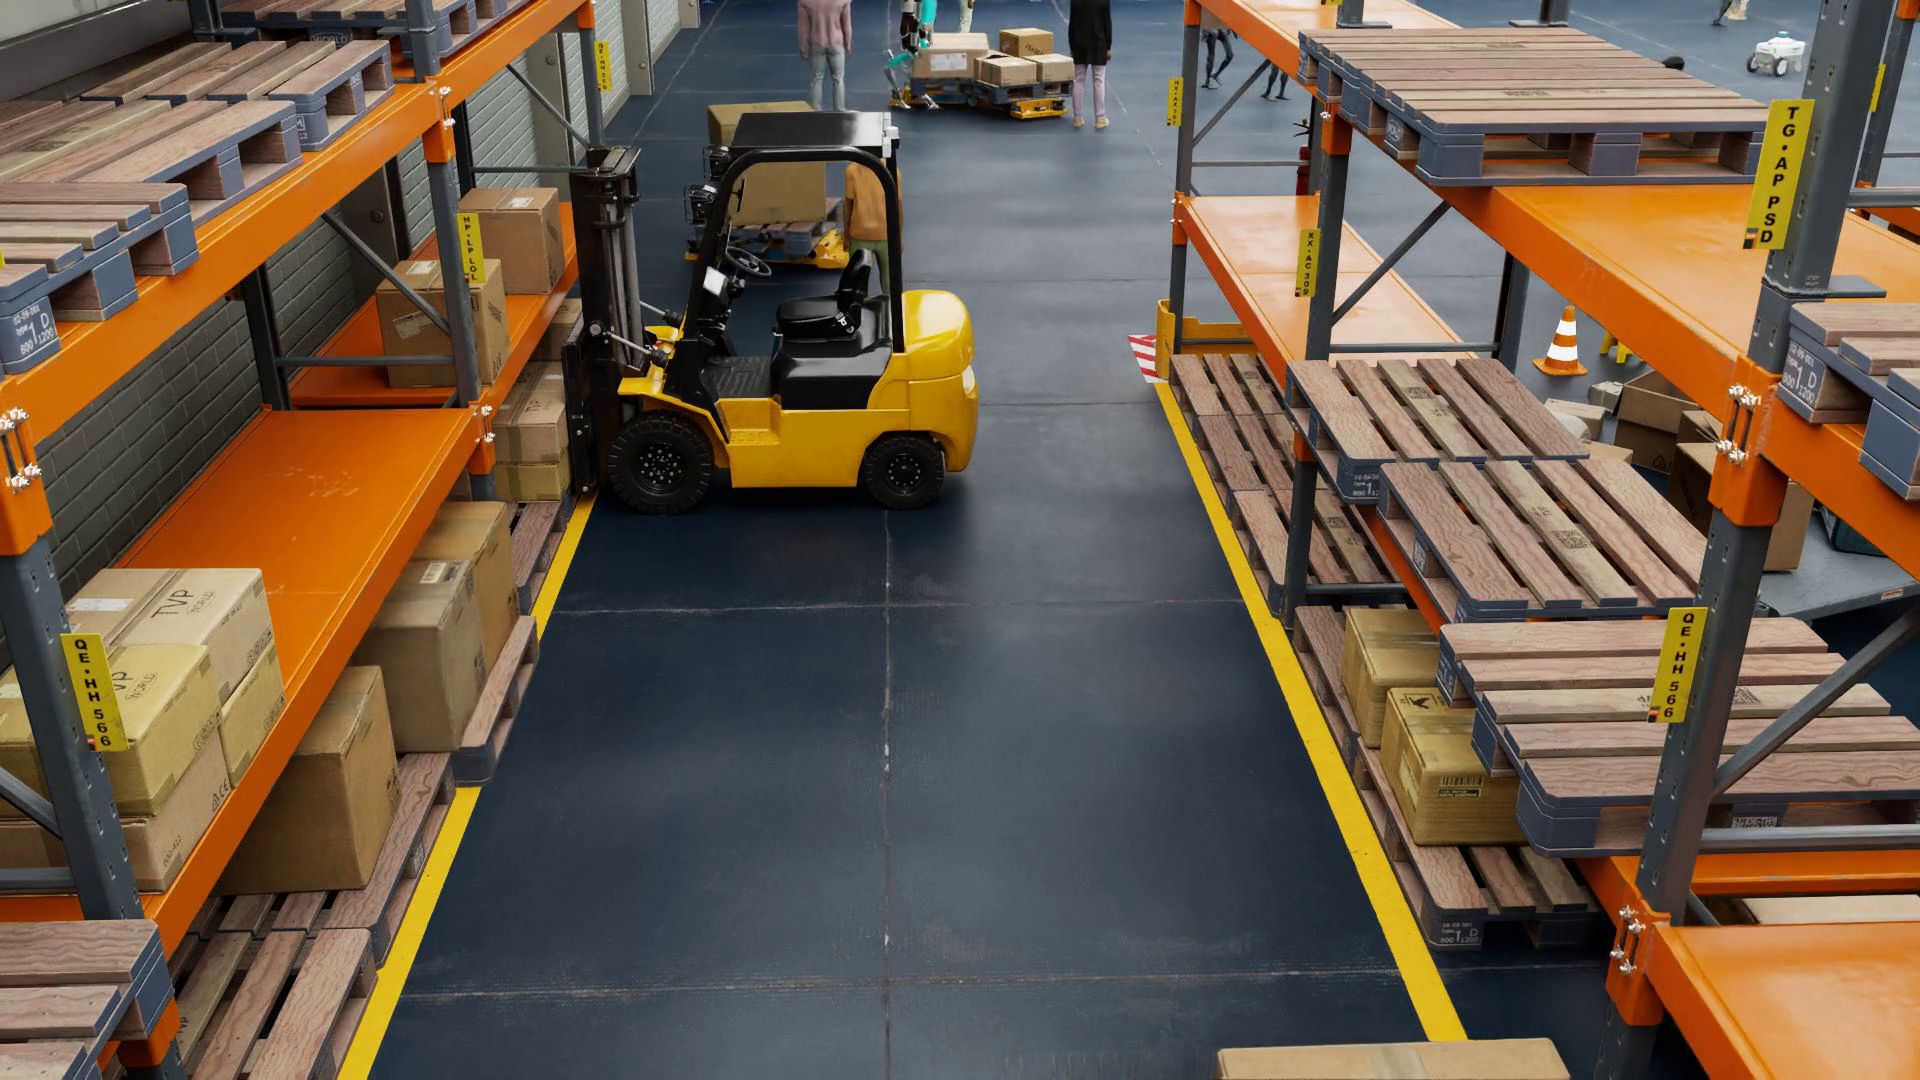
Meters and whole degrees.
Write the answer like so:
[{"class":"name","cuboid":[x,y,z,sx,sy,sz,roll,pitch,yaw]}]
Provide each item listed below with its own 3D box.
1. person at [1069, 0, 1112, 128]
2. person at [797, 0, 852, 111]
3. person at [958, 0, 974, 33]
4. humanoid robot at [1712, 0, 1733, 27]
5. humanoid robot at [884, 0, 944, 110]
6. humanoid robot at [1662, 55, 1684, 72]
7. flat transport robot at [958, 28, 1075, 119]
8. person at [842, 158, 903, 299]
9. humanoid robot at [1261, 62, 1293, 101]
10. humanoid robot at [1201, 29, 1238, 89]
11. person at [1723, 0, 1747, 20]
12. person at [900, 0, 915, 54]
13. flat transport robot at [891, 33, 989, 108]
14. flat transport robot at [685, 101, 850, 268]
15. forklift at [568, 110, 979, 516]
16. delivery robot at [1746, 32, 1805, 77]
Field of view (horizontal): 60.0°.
[{"class":"person","cuboid":[1.556,-5.880,19.898,0.530,1.856,0.411,9,27,18]},{"class":"person","cuboid":[-1.609,-5.897,19.853,0.648,1.934,0.425,-2,25,-4]},{"class":"person","cuboid":[0.123,-8.075,24.677,0.346,1.743,0.561,-4,26,-8]},{"class":"humanoid robot","cuboid":[12.670,-9.300,27.346,0.353,1.655,0.585,20,32,35]},{"class":"humanoid robot","cuboid":[-0.650,-6.188,20.705,0.868,1.755,0.531,11,28,22]},{"class":"humanoid robot","cuboid":[6.446,-3.672,15.503,0.827,1.632,0.599,-15,29,-29]},{"class":"flat transport robot","cuboid":[0.719,-5.568,21.095,0.659,0.231,1.431,-13,28,-25]},{"class":"person","cuboid":[-0.646,-2.217,12.300,0.451,1.717,0.369,4,26,8]},{"class":"humanoid robot","cuboid":[4.148,-6.520,21.458,0.610,1.647,0.326,-21,33,-38]},{"class":"humanoid robot","cuboid":[3.446,-6.872,22.195,0.585,1.647,0.346,-18,31,-34]},{"class":"person","cuboid":[13.220,-9.765,28.113,0.505,1.871,0.574,-7,26,-14]},{"class":"person","cuboid":[-0.712,-8.182,24.723,0.376,1.900,0.541,13,28,26]},{"class":"flat transport robot","cuboid":[-0.171,-5.764,21.510,1.431,0.231,0.659,-1,25,-1]},{"class":"flat transport robot","cuboid":[-1.676,-2.631,14.876,1.431,0.231,0.659,4,26,9]},{"class":"forklift","cuboid":[-1.043,-1.379,9.976,2.313,2.155,1.214,-1,25,-2]},{"class":"delivery robot","cuboid":[11.571,-6.878,23.504,0.747,0.568,0.499,-14,29,-28]}]
